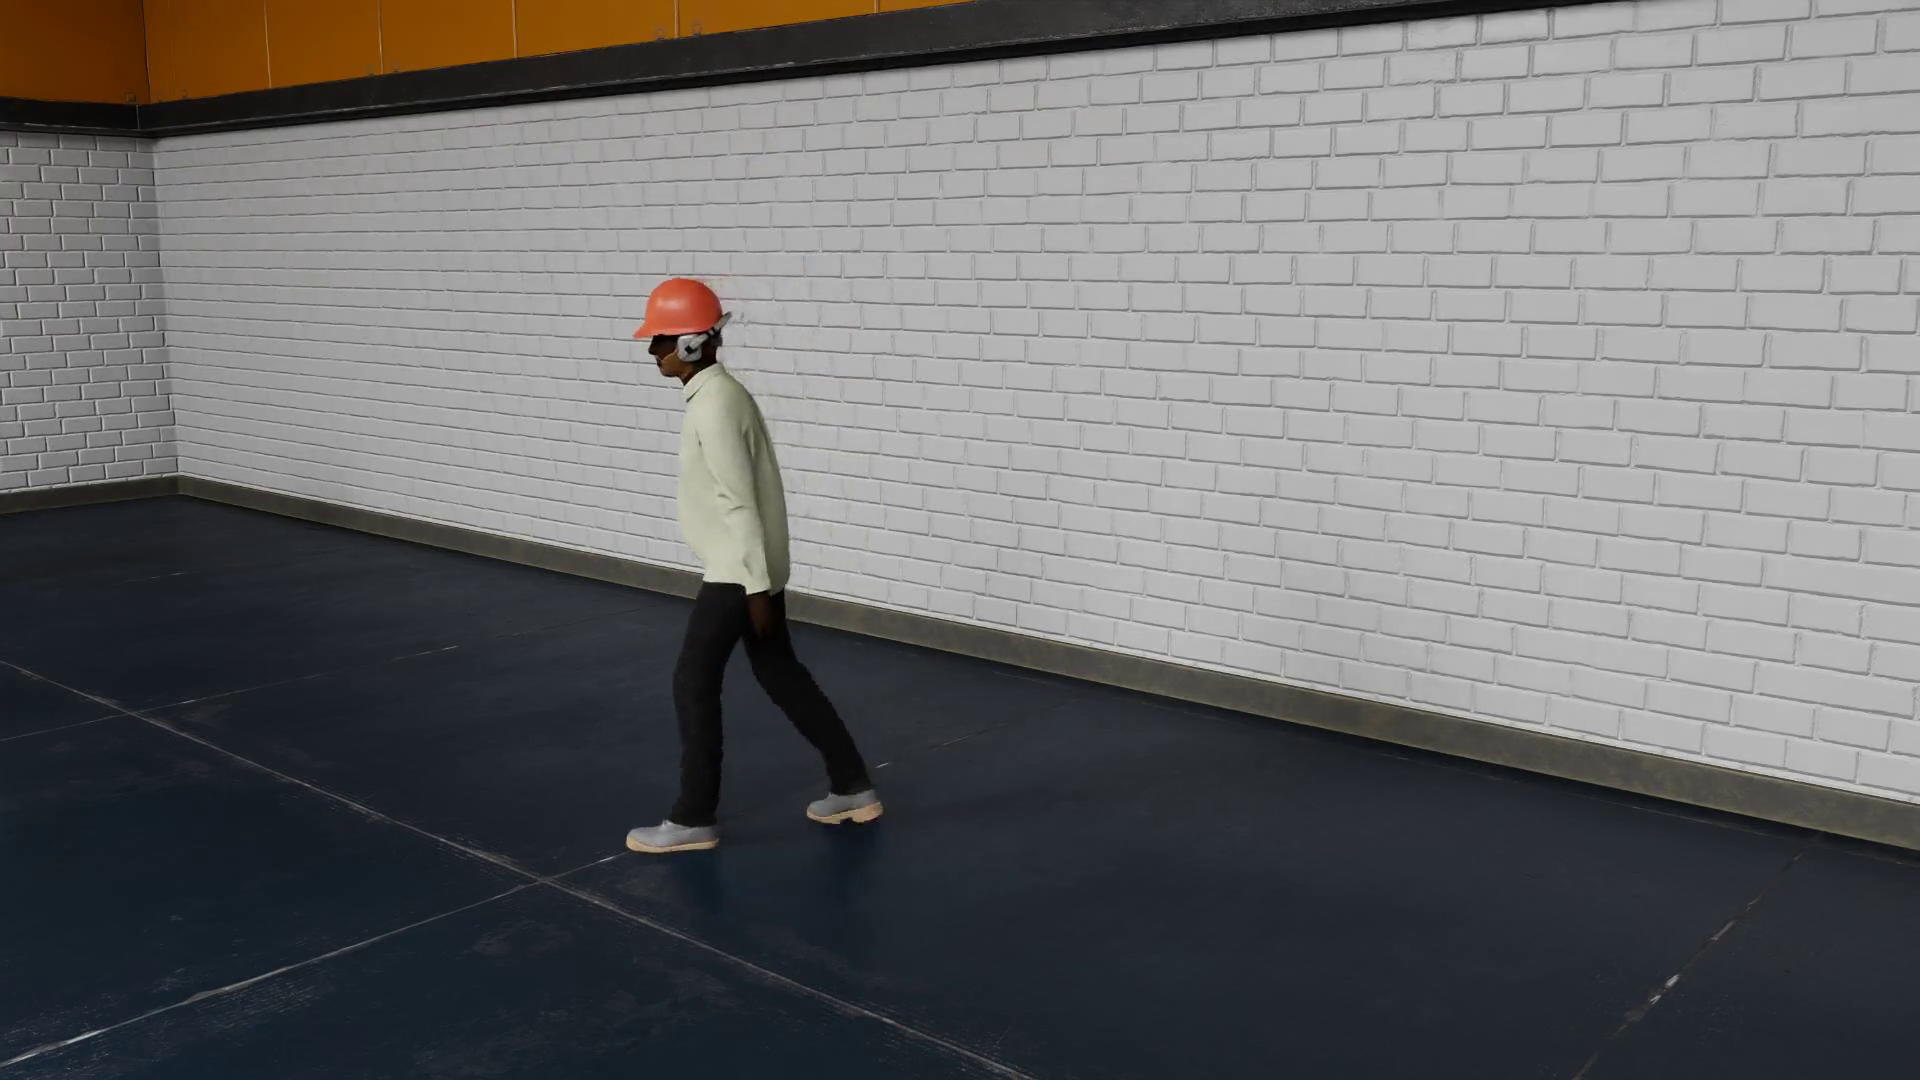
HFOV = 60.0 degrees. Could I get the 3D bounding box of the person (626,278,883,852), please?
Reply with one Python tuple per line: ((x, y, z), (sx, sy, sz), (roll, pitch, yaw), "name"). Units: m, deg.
((-0.669, 0.089, 5.620), (0.872, 1.942, 0.640), (0, 10, -2), "person")
